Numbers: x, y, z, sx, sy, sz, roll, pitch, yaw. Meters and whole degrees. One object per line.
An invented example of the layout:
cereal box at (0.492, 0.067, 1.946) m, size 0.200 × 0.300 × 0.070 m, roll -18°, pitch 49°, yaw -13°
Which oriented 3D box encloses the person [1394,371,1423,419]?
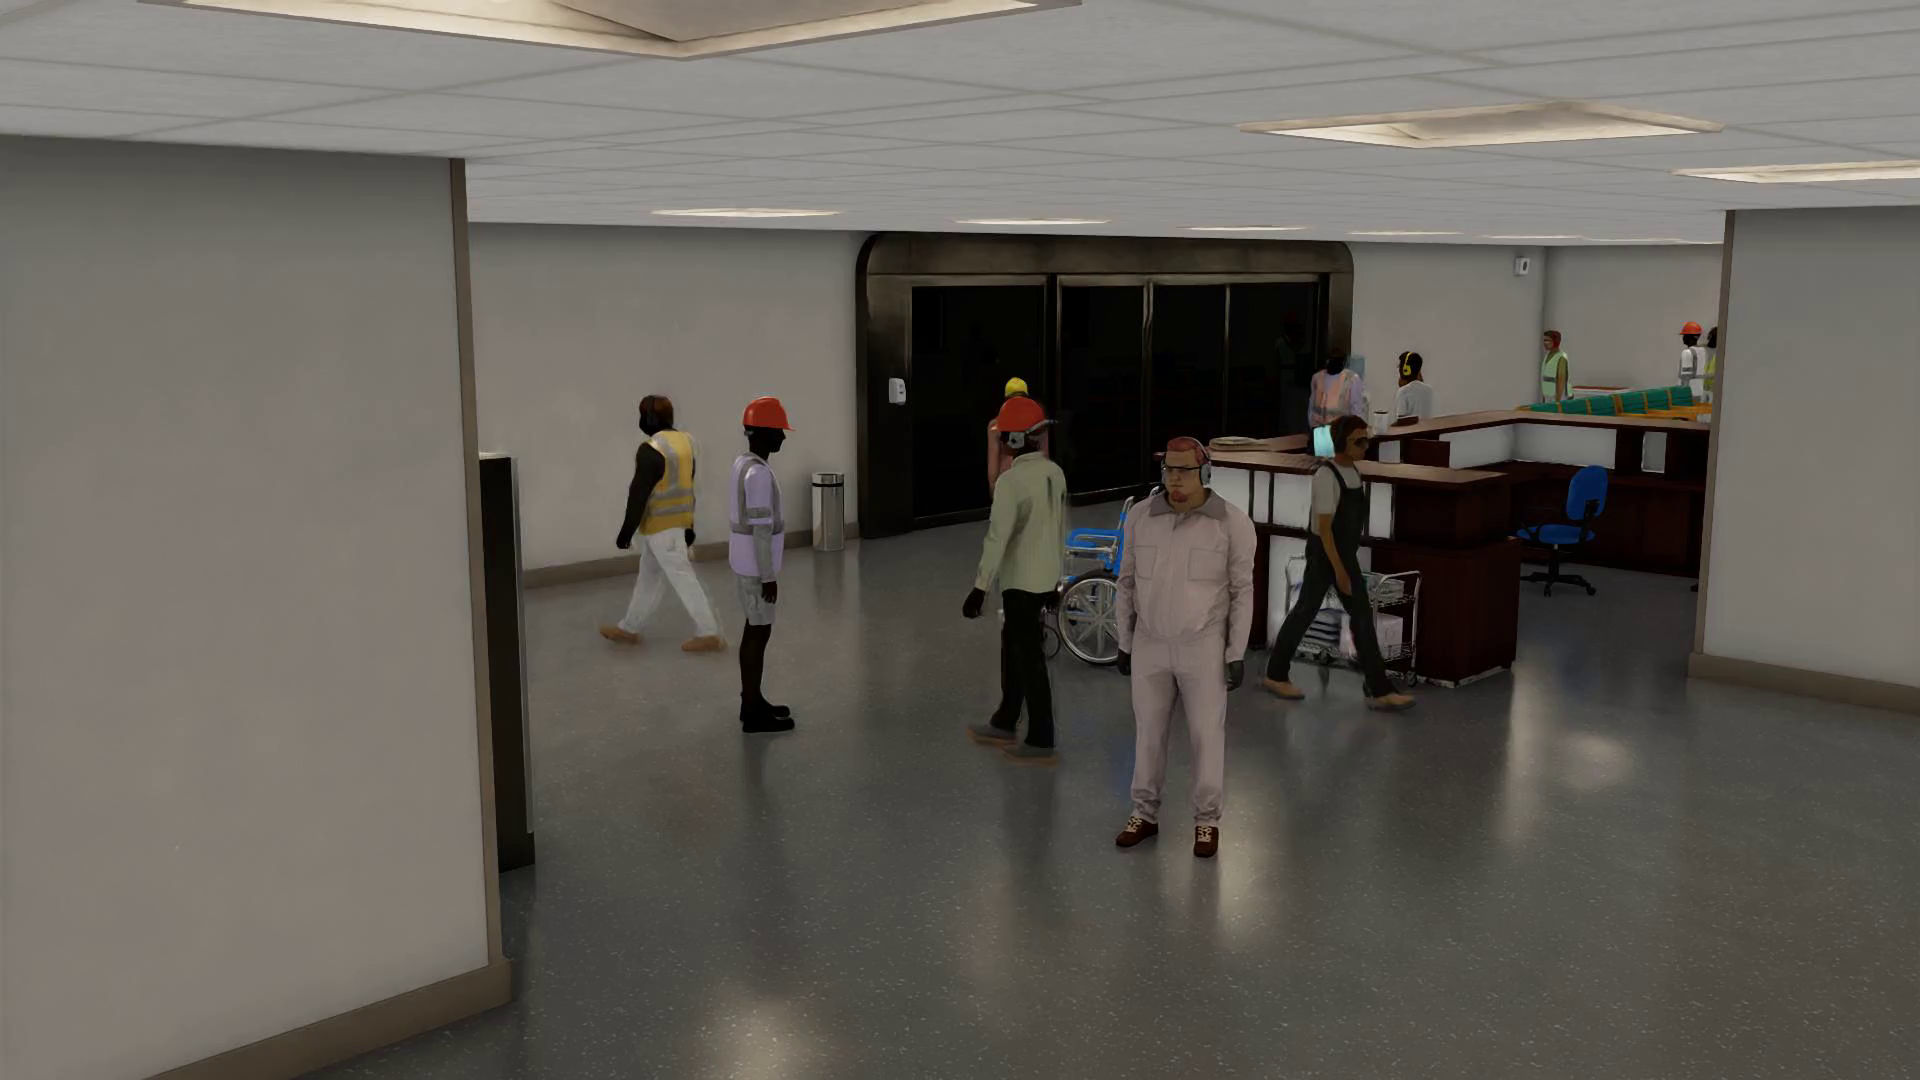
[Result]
person at (4.810, -1.049, 17.784) m, size 0.501 × 1.633 × 0.283 m, roll -5°, pitch 11°, yaw -30°

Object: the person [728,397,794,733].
person at (-1.134, 0.140, 9.599) m, size 0.390 × 1.929 × 0.545 m, roll -3°, pitch 10°, yaw -15°

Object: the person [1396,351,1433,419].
person at (4.391, -0.898, 16.174) m, size 0.506 × 1.862 × 0.331 m, roll -7°, pitch 12°, yaw -36°

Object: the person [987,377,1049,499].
person at (0.496, -0.489, 14.004) m, size 0.531 × 1.753 × 0.648 m, roll -1°, pitch 9°, yaw -3°

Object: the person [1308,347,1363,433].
person at (4.200, -1.251, 18.567) m, size 0.652 × 1.819 × 0.871 m, roll 7°, pitch 12°, yaw 38°

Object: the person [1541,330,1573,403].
person at (8.041, -1.912, 22.483) m, size 0.399 × 1.836 × 0.559 m, roll -1°, pitch 9°, yaw -3°

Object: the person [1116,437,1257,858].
person at (1.000, 0.481, 7.567) m, size 0.639 × 1.909 × 0.409 m, roll 4°, pitch 10°, yaw 23°

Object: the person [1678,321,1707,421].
person at (9.988, -2.022, 22.823) m, size 0.546 × 1.938 × 0.360 m, roll -9°, pitch 13°, yaw -43°

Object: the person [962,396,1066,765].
person at (0.256, 0.218, 8.967) m, size 0.638 × 1.983 × 0.639 m, roll 5°, pitch 10°, yaw 27°

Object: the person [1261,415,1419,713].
person at (2.276, 0.139, 10.040) m, size 1.014 × 1.796 × 0.513 m, roll 9°, pitch 13°, yaw 43°

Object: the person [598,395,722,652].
person at (-2.084, -0.105, 11.560) m, size 0.967 × 1.796 × 0.627 m, roll 2°, pitch 9°, yaw 10°
